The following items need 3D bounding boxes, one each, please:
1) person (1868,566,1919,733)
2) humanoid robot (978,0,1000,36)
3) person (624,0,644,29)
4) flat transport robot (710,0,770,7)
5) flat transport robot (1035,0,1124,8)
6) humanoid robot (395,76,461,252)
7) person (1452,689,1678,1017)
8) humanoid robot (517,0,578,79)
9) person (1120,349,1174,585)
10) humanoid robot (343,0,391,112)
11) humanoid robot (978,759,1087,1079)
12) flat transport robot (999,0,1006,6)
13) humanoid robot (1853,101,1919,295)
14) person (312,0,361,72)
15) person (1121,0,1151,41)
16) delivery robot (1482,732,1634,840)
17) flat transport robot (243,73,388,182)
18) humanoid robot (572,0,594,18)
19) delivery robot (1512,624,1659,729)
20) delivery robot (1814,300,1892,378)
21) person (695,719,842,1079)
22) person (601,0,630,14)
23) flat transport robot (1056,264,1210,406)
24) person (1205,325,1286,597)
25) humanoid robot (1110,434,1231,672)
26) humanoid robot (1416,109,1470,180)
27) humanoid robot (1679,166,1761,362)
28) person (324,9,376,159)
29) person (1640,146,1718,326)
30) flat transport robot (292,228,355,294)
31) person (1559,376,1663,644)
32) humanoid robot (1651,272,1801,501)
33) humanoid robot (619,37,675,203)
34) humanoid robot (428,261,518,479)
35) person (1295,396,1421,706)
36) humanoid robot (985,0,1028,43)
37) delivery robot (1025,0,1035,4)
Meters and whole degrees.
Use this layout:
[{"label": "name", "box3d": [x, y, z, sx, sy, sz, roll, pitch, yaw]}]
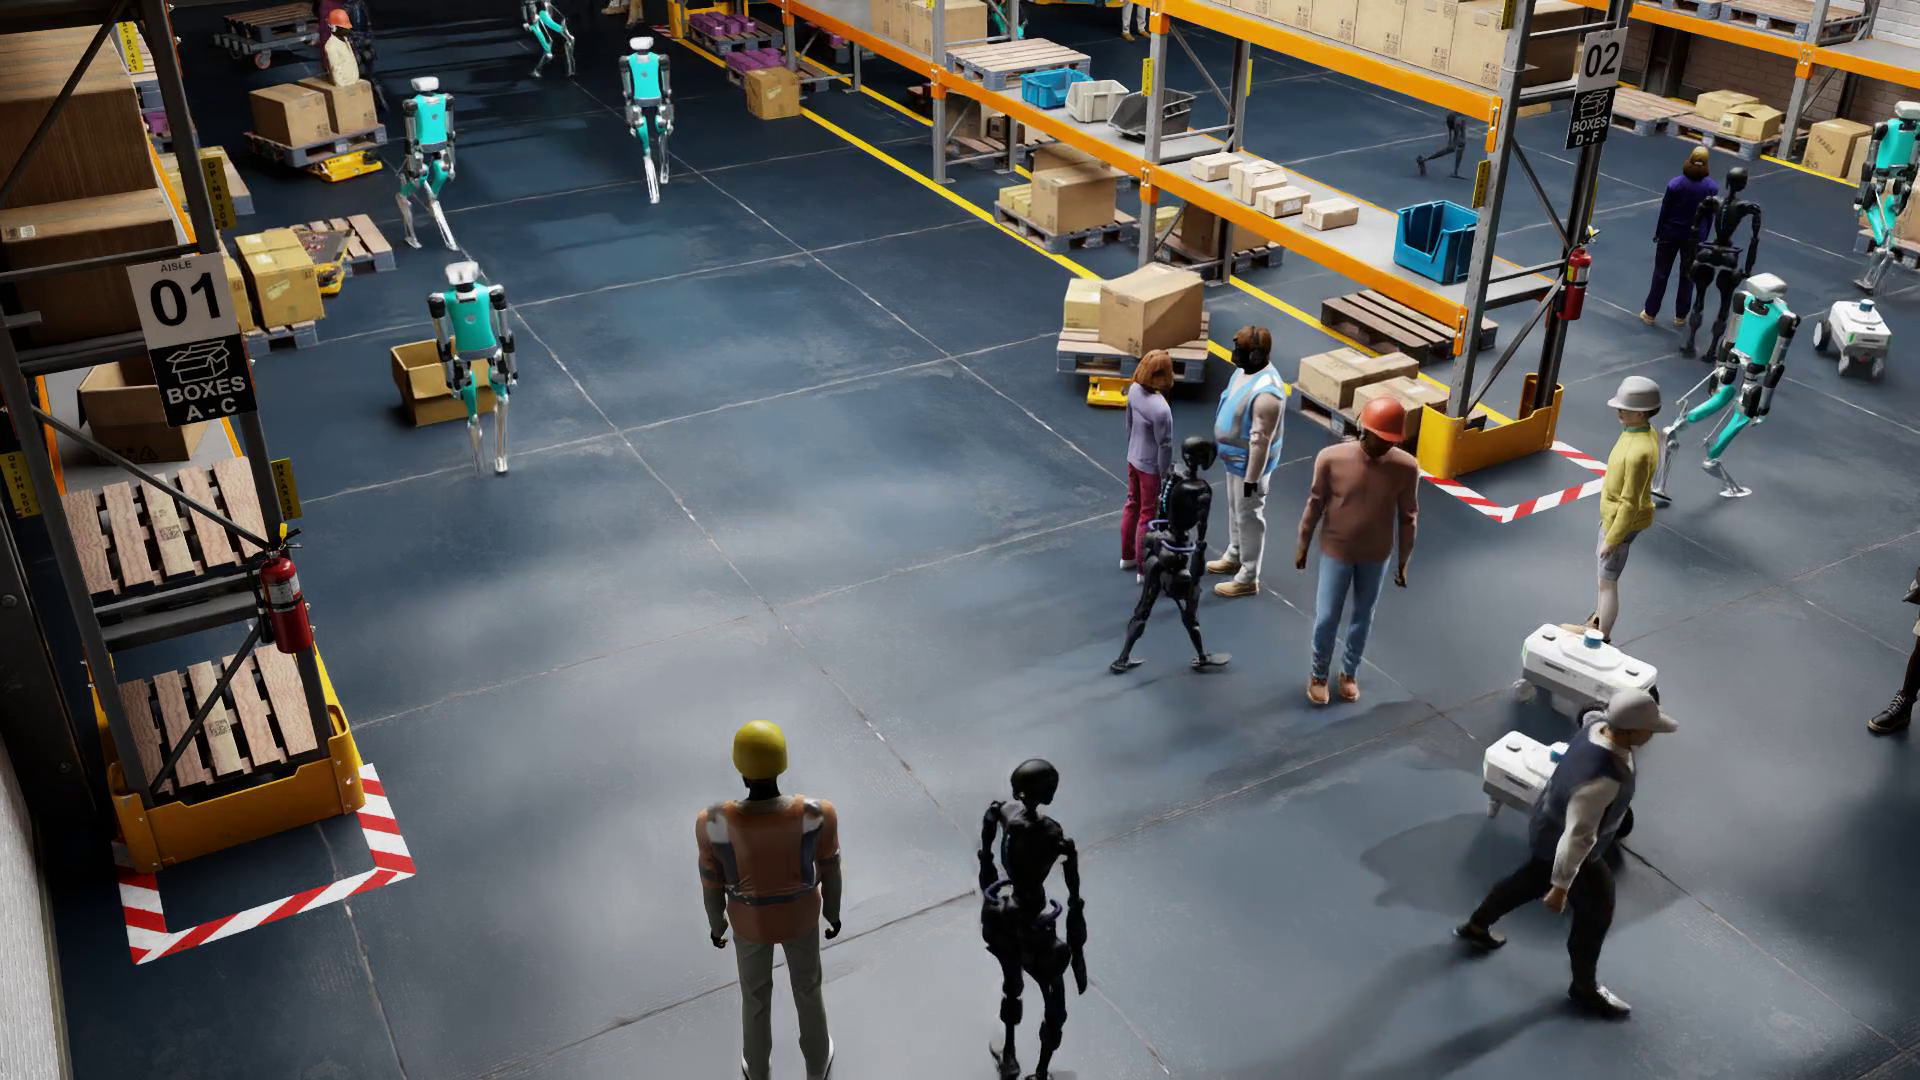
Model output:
[{"label": "person", "box3d": [5.566, 0.304, 9.179, 0.361, 1.963, 0.613, -20, 35, -30]}, {"label": "humanoid robot", "box3d": [0.414, -7.763, 23.574, 0.781, 1.626, 0.612, 8, 31, 14]}, {"label": "person", "box3d": [-4.961, -8.501, 24.753, 0.580, 1.710, 0.830, 12, 32, 19]}, {"label": "flat transport robot", "box3d": [-3.262, -8.685, 26.528, 1.431, 0.231, 0.659, -8, 31, -13]}, {"label": "flat transport robot", "box3d": [1.958, -8.674, 26.509, 1.431, 0.231, 0.659, 6, 30, 11]}, {"label": "humanoid robot", "box3d": [-5.333, -3.736, 16.431, 0.843, 1.761, 0.565, 24, 37, 35]}, {"label": "person", "box3d": [2.755, 1.360, 7.593, 0.820, 1.716, 0.798, 10, 31, 17]}, {"label": "humanoid robot", "box3d": [-5.430, -6.912, 22.013, 1.017, 1.776, 0.537, 18, 35, 29]}, {"label": "person", "box3d": [1.242, -0.483, 10.877, 0.279, 1.633, 0.498, -11, 32, -19]}, {"label": "humanoid robot", "box3d": [-7.480, -6.089, 20.606, 0.542, 1.650, 0.591, 18, 34, 28]}, {"label": "humanoid robot", "box3d": [0.298, 1.657, 7.124, 0.616, 1.642, 0.339, 26, 39, 37]}, {"label": "flat transport robot", "box3d": [0.766, -8.812, 26.750, 1.431, 0.231, 0.659, -26, 39, -37]}, {"label": "humanoid robot", "box3d": [8.587, -3.021, 15.310, 0.550, 1.913, 0.716, -4, 30, -6]}, {"label": "person", "box3d": [-7.477, -5.844, 19.925, 0.511, 1.931, 0.507, 0, 30, -1]}, {"label": "person", "box3d": [2.615, -8.221, 24.105, 0.560, 1.888, 0.399, -18, 34, -28]}, {"label": "delivery robot", "box3d": [3.146, 1.334, 8.781, 0.514, 0.575, 0.746, -24, 38, -36]}, {"label": "flat transport robot", "box3d": [-7.333, -4.392, 19.056, 1.431, 0.231, 0.659, 22, 36, 33]}, {"label": "humanoid robot", "box3d": [-5.839, -8.902, 25.524, 0.605, 1.655, 0.598, -3, 30, -5]}, {"label": "delivery robot", "box3d": [3.655, 0.794, 9.733, 0.767, 0.587, 0.499, 26, 39, 38]}, {"label": "delivery robot", "box3d": [7.658, -1.758, 14.190, 0.499, 0.601, 0.798, 6, 30, 11]}, {"label": "person", "box3d": [-0.784, 1.568, 7.015, 0.586, 1.930, 0.358, -5, 30, -8]}, {"label": "person", "box3d": [-5.417, -9.029, 25.593, 0.634, 1.803, 0.641, -16, 34, -26]}, {"label": "flat transport robot", "box3d": [1.463, -1.487, 13.998, 0.659, 0.231, 1.431, 5, 30, 8]}, {"label": "person", "box3d": [1.842, -0.518, 10.745, 0.430, 1.838, 0.627, -2, 30, -4]}, {"label": "humanoid robot", "box3d": [1.292, 0.088, 9.871, 0.711, 1.621, 0.614, -10, 31, -17]}, {"label": "humanoid robot", "box3d": [5.449, -4.806, 18.381, 0.573, 1.641, 0.585, 11, 32, 19]}, {"label": "humanoid robot", "box3d": [6.410, -2.323, 14.052, 0.594, 1.652, 0.351, 21, 36, 32]}, {"label": "person", "box3d": [-6.925, -5.119, 18.839, 0.344, 1.742, 0.563, -2, 30, -3]}, {"label": "person", "box3d": [6.390, -2.690, 14.730, 0.455, 1.623, 0.336, 6, 30, 11]}, {"label": "flat transport robot", "box3d": [-6.272, -2.705, 16.119, 0.659, 0.231, 1.431, -5, 30, -8]}, {"label": "person", "box3d": [3.948, -0.112, 9.983, 0.387, 1.888, 0.471, 9, 31, 16]}, {"label": "humanoid robot", "box3d": [5.321, -0.983, 11.713, 1.056, 1.786, 0.544, -12, 32, -19]}, {"label": "humanoid robot", "box3d": [-3.340, -4.611, 18.003, 0.531, 1.778, 1.004, -3, 30, -6]}, {"label": "humanoid robot", "box3d": [-3.503, -1.221, 12.142, 0.541, 1.851, 0.777, -9, 31, -15]}, {"label": "person", "box3d": [2.272, 0.097, 9.533, 0.661, 1.962, 0.550, 2, 30, 4]}, {"label": "humanoid robot", "box3d": [0.659, -7.138, 22.454, 0.547, 1.880, 0.659, 21, 36, 32]}, {"label": "delivery robot", "box3d": [0.869, -8.839, 26.496, 0.766, 0.580, 0.499, -9, 31, -15]}]
